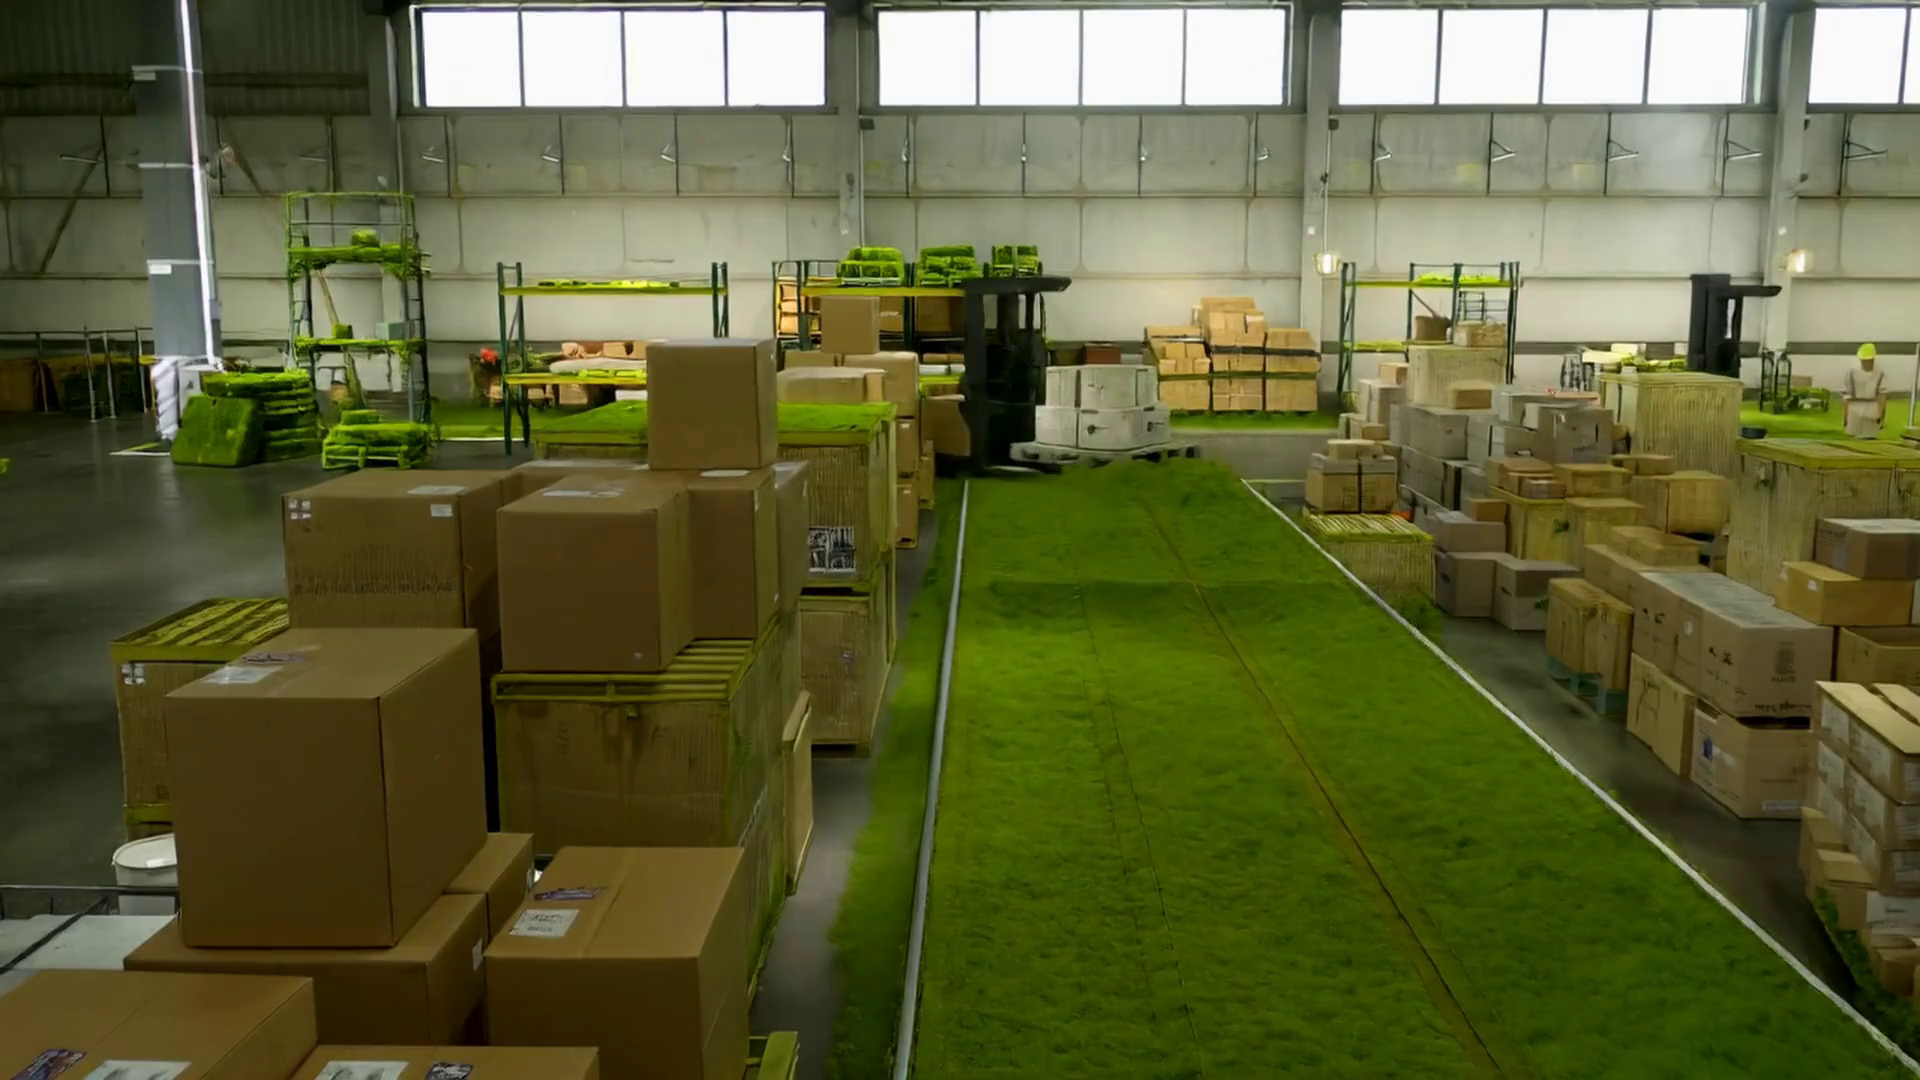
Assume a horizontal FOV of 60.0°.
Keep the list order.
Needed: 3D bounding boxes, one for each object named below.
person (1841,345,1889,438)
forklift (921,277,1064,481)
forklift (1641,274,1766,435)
[{"bbox_3d":[12.401,-1.721,22.814,0.565,1.919,0.547,6,11,31],"label":"person"},{"bbox_3d":[0.403,-2.333,23.611,1.873,2.768,1.129,9,13,42],"label":"forklift"},{"bbox_3d":[13.087,-3.274,29.247,1.873,2.768,1.129,0,9,1],"label":"forklift"}]
